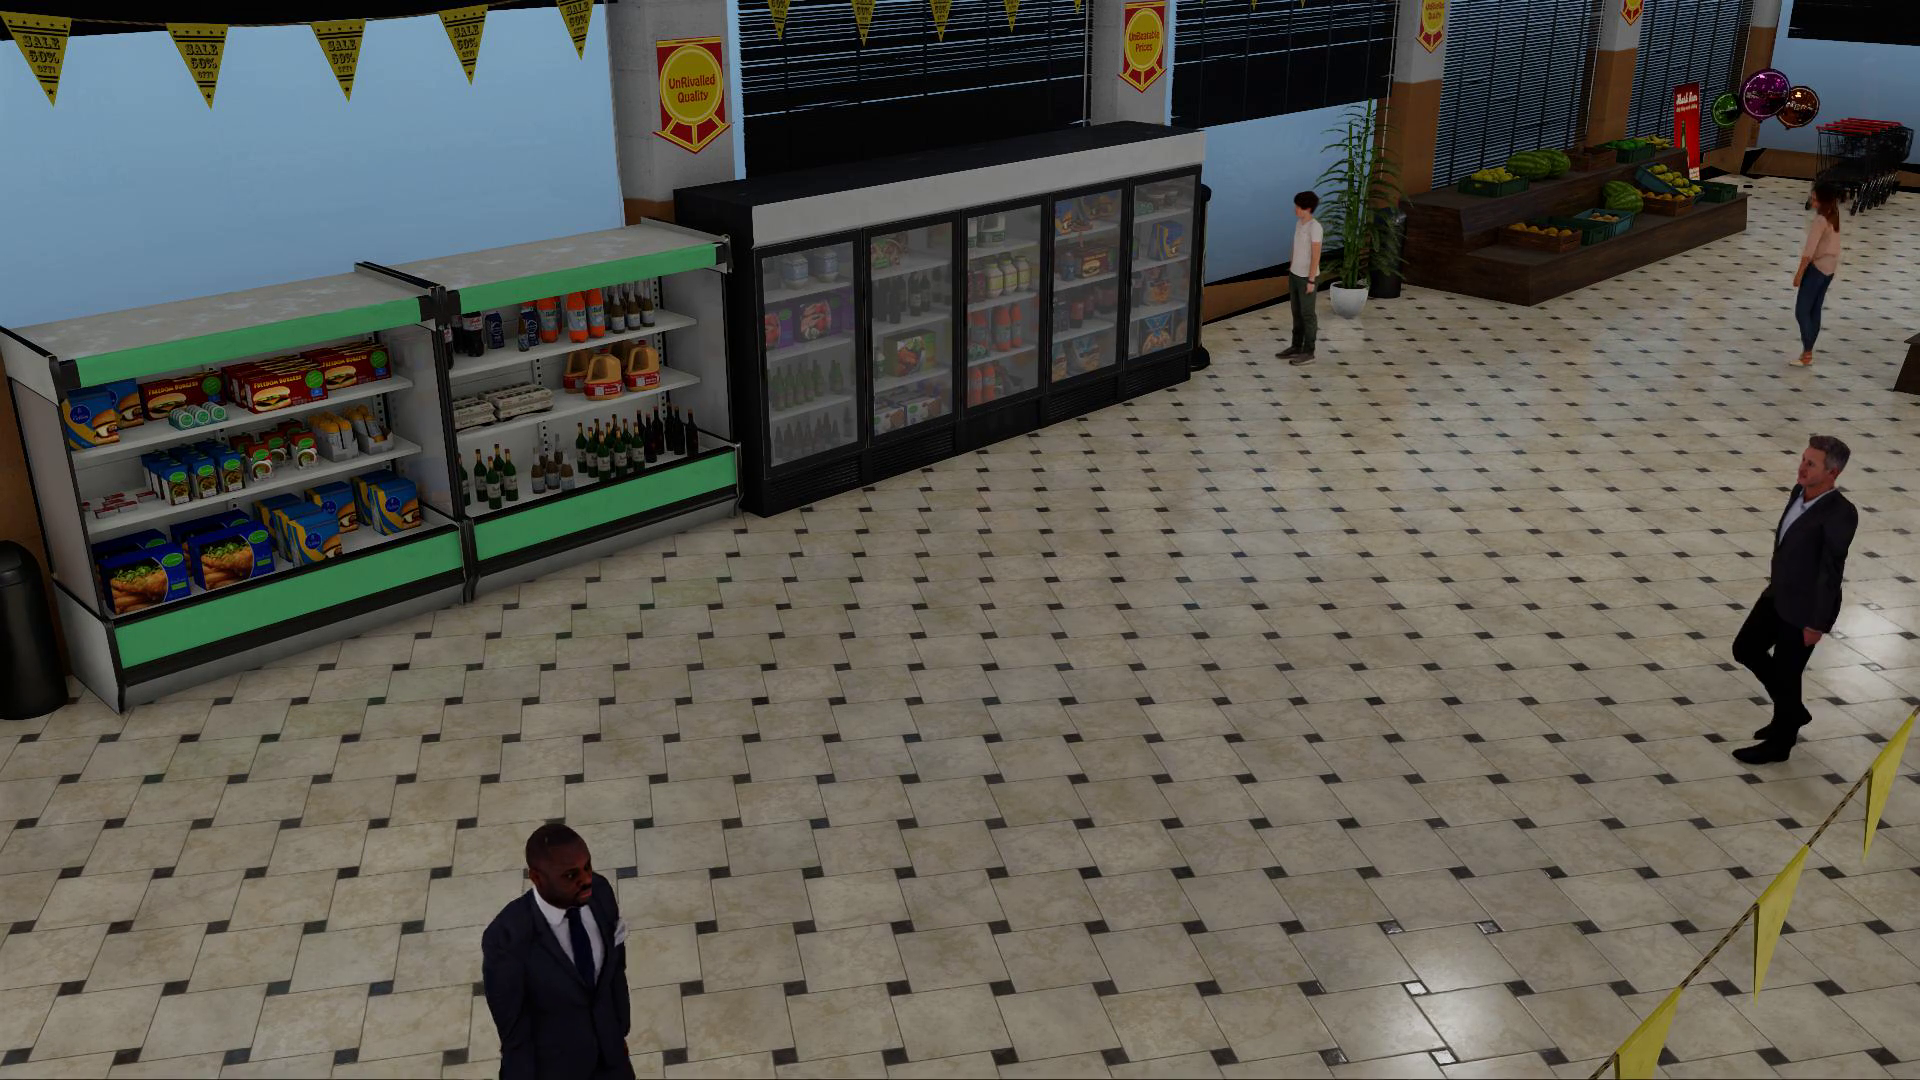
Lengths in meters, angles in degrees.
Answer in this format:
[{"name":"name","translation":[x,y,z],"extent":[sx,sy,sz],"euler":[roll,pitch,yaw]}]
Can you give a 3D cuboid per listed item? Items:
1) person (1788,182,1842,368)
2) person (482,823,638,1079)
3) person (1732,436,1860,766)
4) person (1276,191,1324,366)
[{"name":"person","translation":[8.192,-2.539,15.830],"extent":[0.494,1.761,0.793],"euler":[-11,24,-25]},{"name":"person","translation":[-1.301,1.669,5.295],"extent":[0.801,1.808,0.702],"euler":[15,26,33]},{"name":"person","translation":[4.413,0.322,8.624],"extent":[0.941,1.826,0.879],"euler":[0,22,1]},{"name":"person","translation":[3.299,-2.516,15.917],"extent":[0.669,1.653,0.663],"euler":[-7,23,-17]}]
